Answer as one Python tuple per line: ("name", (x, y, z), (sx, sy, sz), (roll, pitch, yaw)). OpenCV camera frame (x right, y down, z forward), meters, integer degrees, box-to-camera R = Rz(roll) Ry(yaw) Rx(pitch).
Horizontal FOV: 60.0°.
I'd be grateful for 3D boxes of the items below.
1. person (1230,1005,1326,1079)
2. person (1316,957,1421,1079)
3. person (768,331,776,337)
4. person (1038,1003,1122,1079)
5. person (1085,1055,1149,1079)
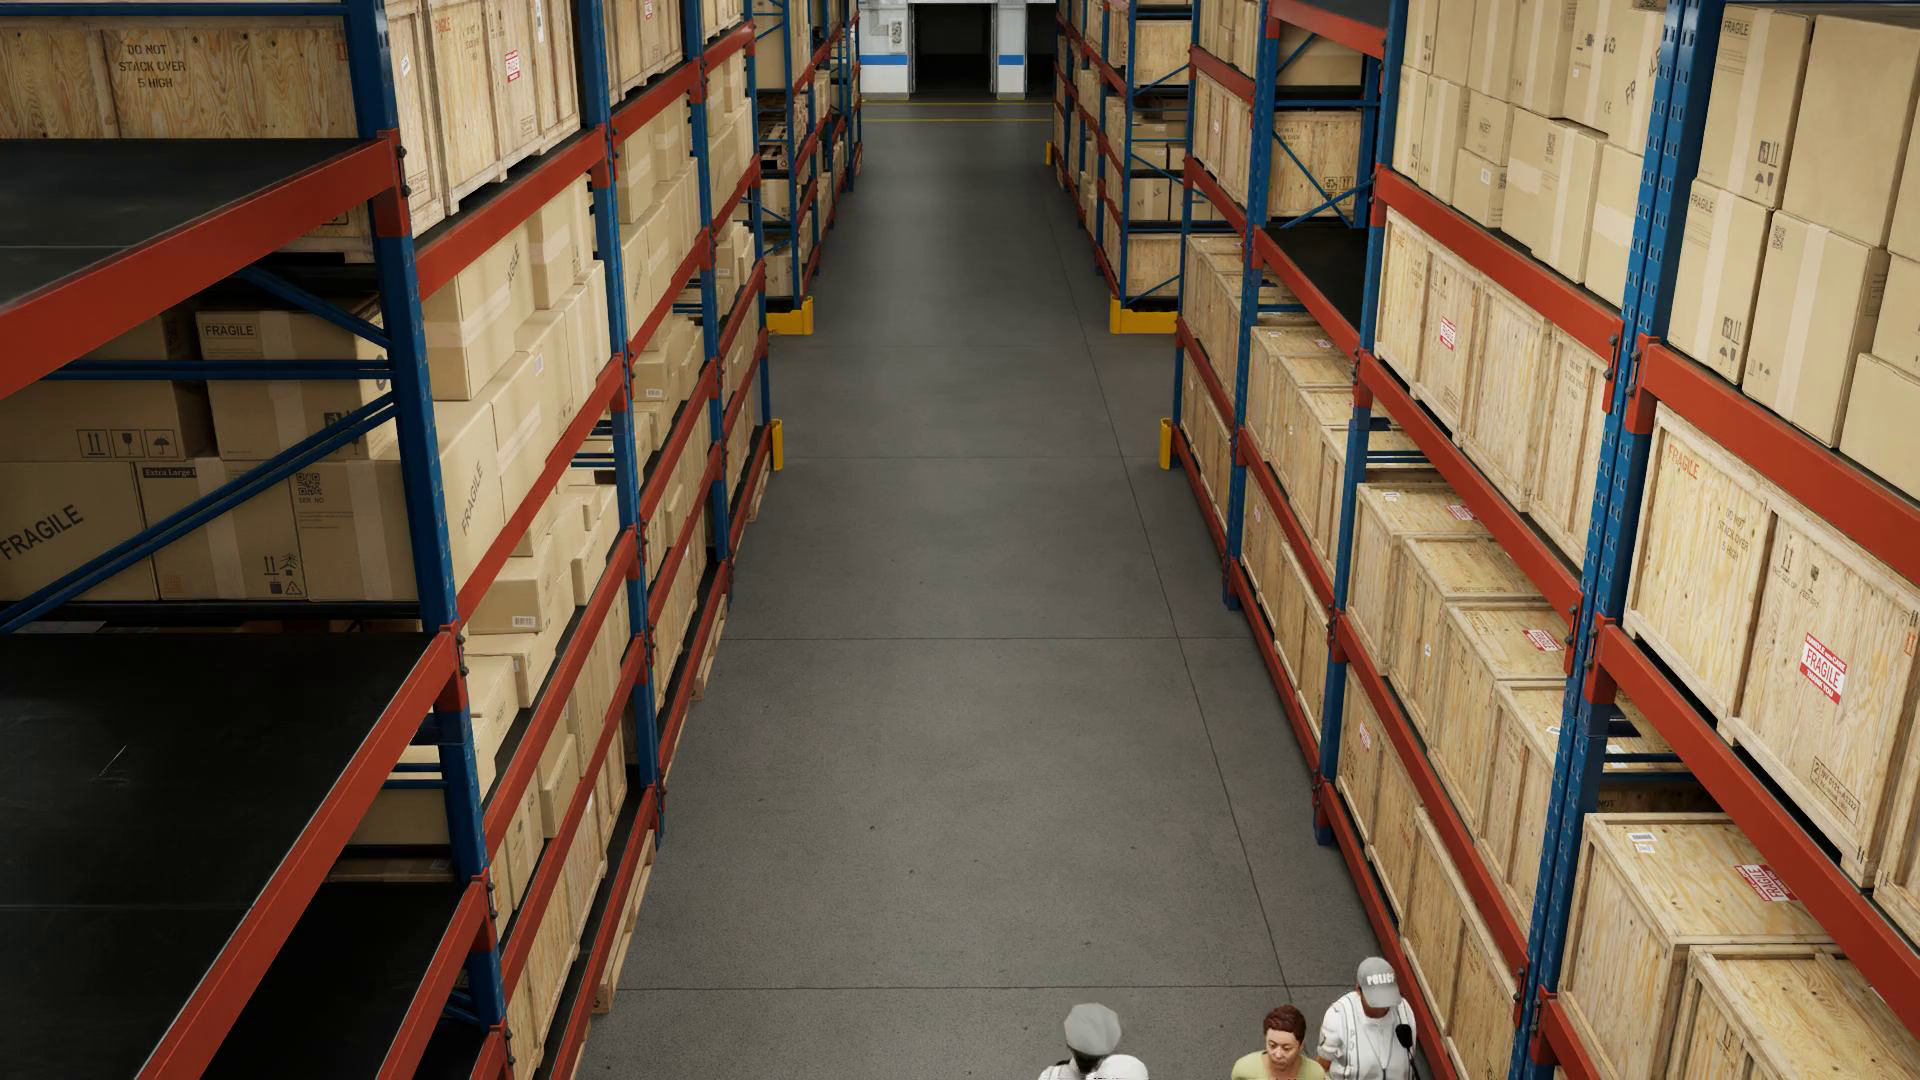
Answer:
("person", (1.385, 2.819, 7.438), (0.477, 1.672, 0.389), (2, 22, 5))
("person", (1.916, 2.690, 7.833), (0.475, 1.663, 0.707), (-4, 22, -11))
("person", (-3.038, -3.641, 23.883), (0.717, 1.648, 0.461), (0, 22, -1))
("person", (0.549, 2.814, 7.467), (0.506, 1.700, 0.390), (3, 22, 7))
("person", (0.699, 2.933, 7.019), (0.488, 1.785, 0.598), (3, 22, 9))
